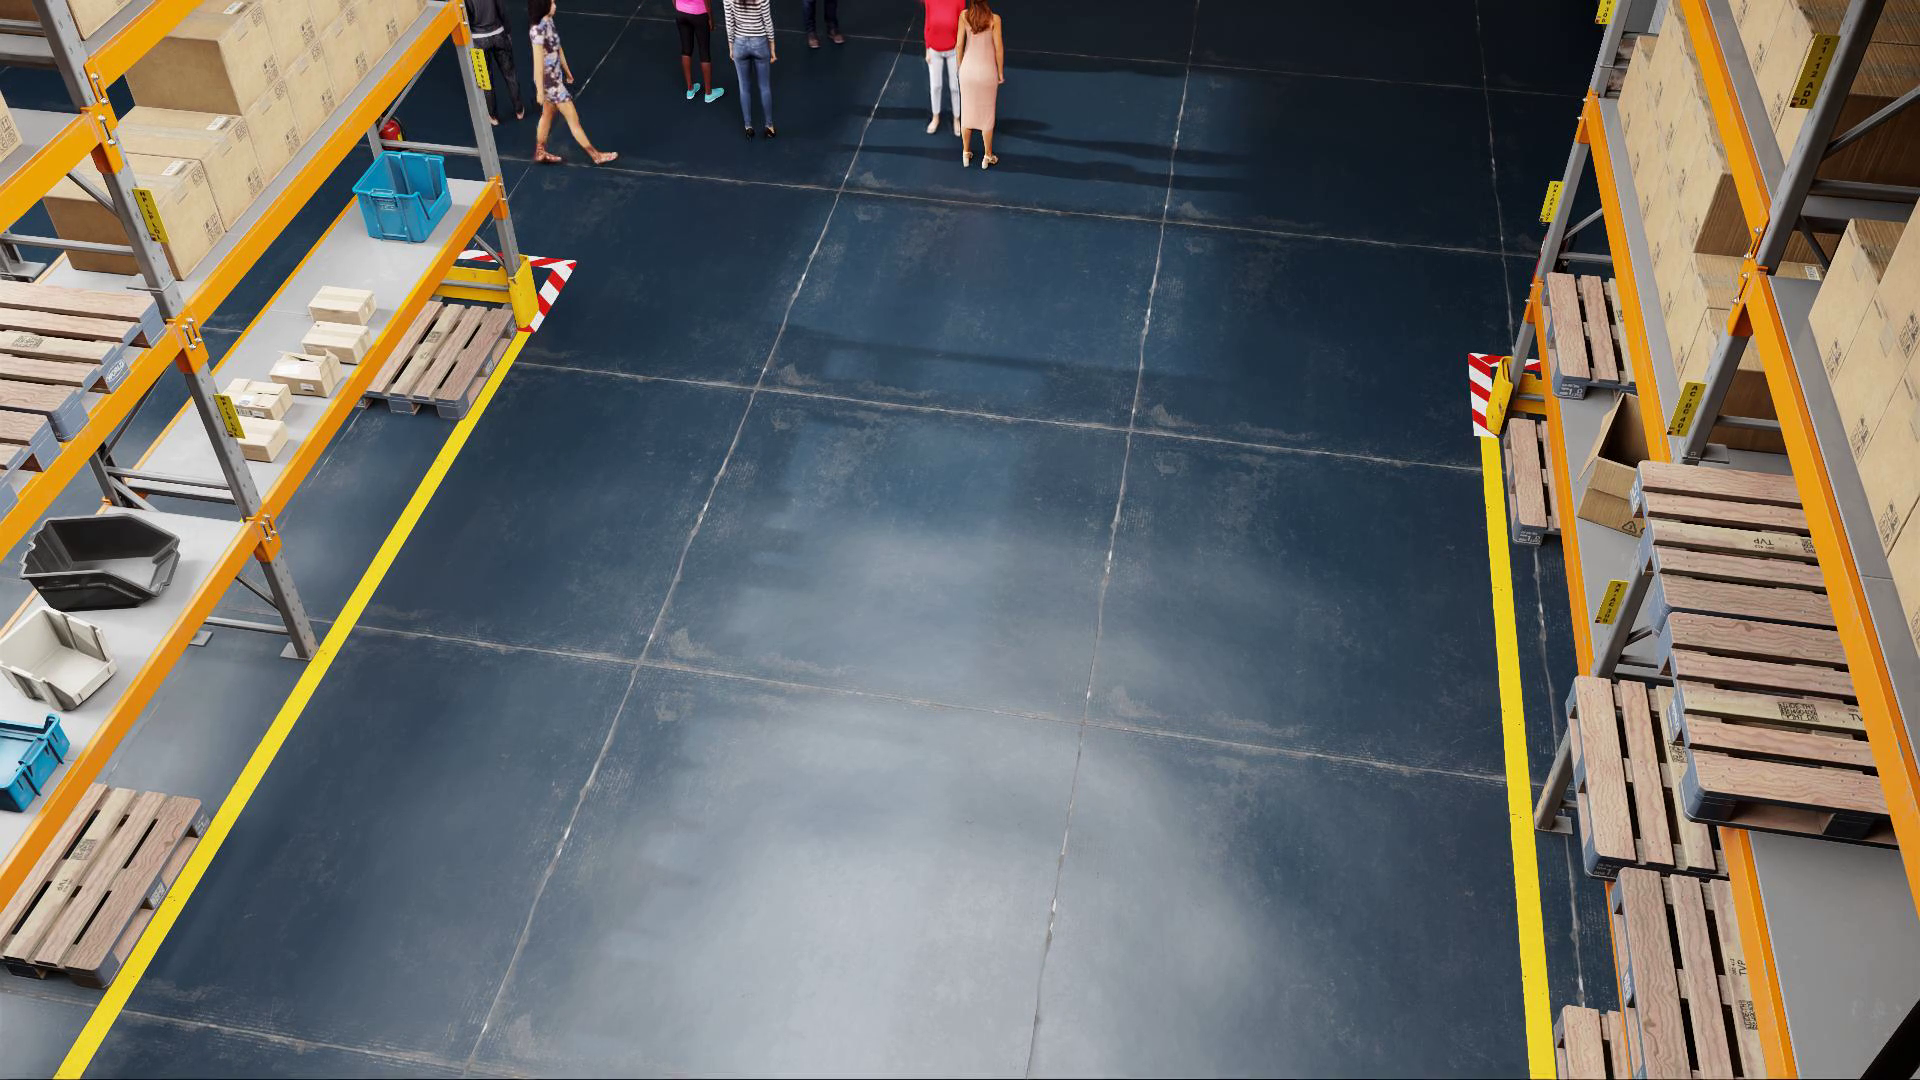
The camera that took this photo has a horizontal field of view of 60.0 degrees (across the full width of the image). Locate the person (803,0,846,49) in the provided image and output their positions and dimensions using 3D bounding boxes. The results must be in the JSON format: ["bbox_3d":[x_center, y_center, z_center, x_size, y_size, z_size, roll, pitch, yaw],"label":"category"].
[{"bbox_3d":[-1.450,-5.937,16.925,0.858,1.841,0.890,-20,47,-20],"label":"person"}]

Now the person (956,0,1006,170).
[{"bbox_3d":[0.168,-4.248,15.160,0.626,1.831,0.560,14,45,14],"label":"person"}]

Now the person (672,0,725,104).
[{"bbox_3d":[-2.599,-5.093,16.125,0.625,1.723,0.620,17,46,17],"label":"person"}]

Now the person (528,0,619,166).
[{"bbox_3d":[-3.821,-4.181,15.185,0.809,1.698,1.032,1,44,1],"label":"person"}]

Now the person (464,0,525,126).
[{"bbox_3d":[-4.484,-4.786,15.799,0.681,1.728,0.705,-18,47,-18],"label":"person"}]

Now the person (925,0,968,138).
[{"bbox_3d":[-0.134,-4.588,15.621,0.545,1.687,0.554,6,44,6],"label":"person"}]

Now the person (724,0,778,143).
[{"bbox_3d":[-1.946,-4.560,15.512,0.599,1.797,0.509,2,44,2],"label":"person"}]
